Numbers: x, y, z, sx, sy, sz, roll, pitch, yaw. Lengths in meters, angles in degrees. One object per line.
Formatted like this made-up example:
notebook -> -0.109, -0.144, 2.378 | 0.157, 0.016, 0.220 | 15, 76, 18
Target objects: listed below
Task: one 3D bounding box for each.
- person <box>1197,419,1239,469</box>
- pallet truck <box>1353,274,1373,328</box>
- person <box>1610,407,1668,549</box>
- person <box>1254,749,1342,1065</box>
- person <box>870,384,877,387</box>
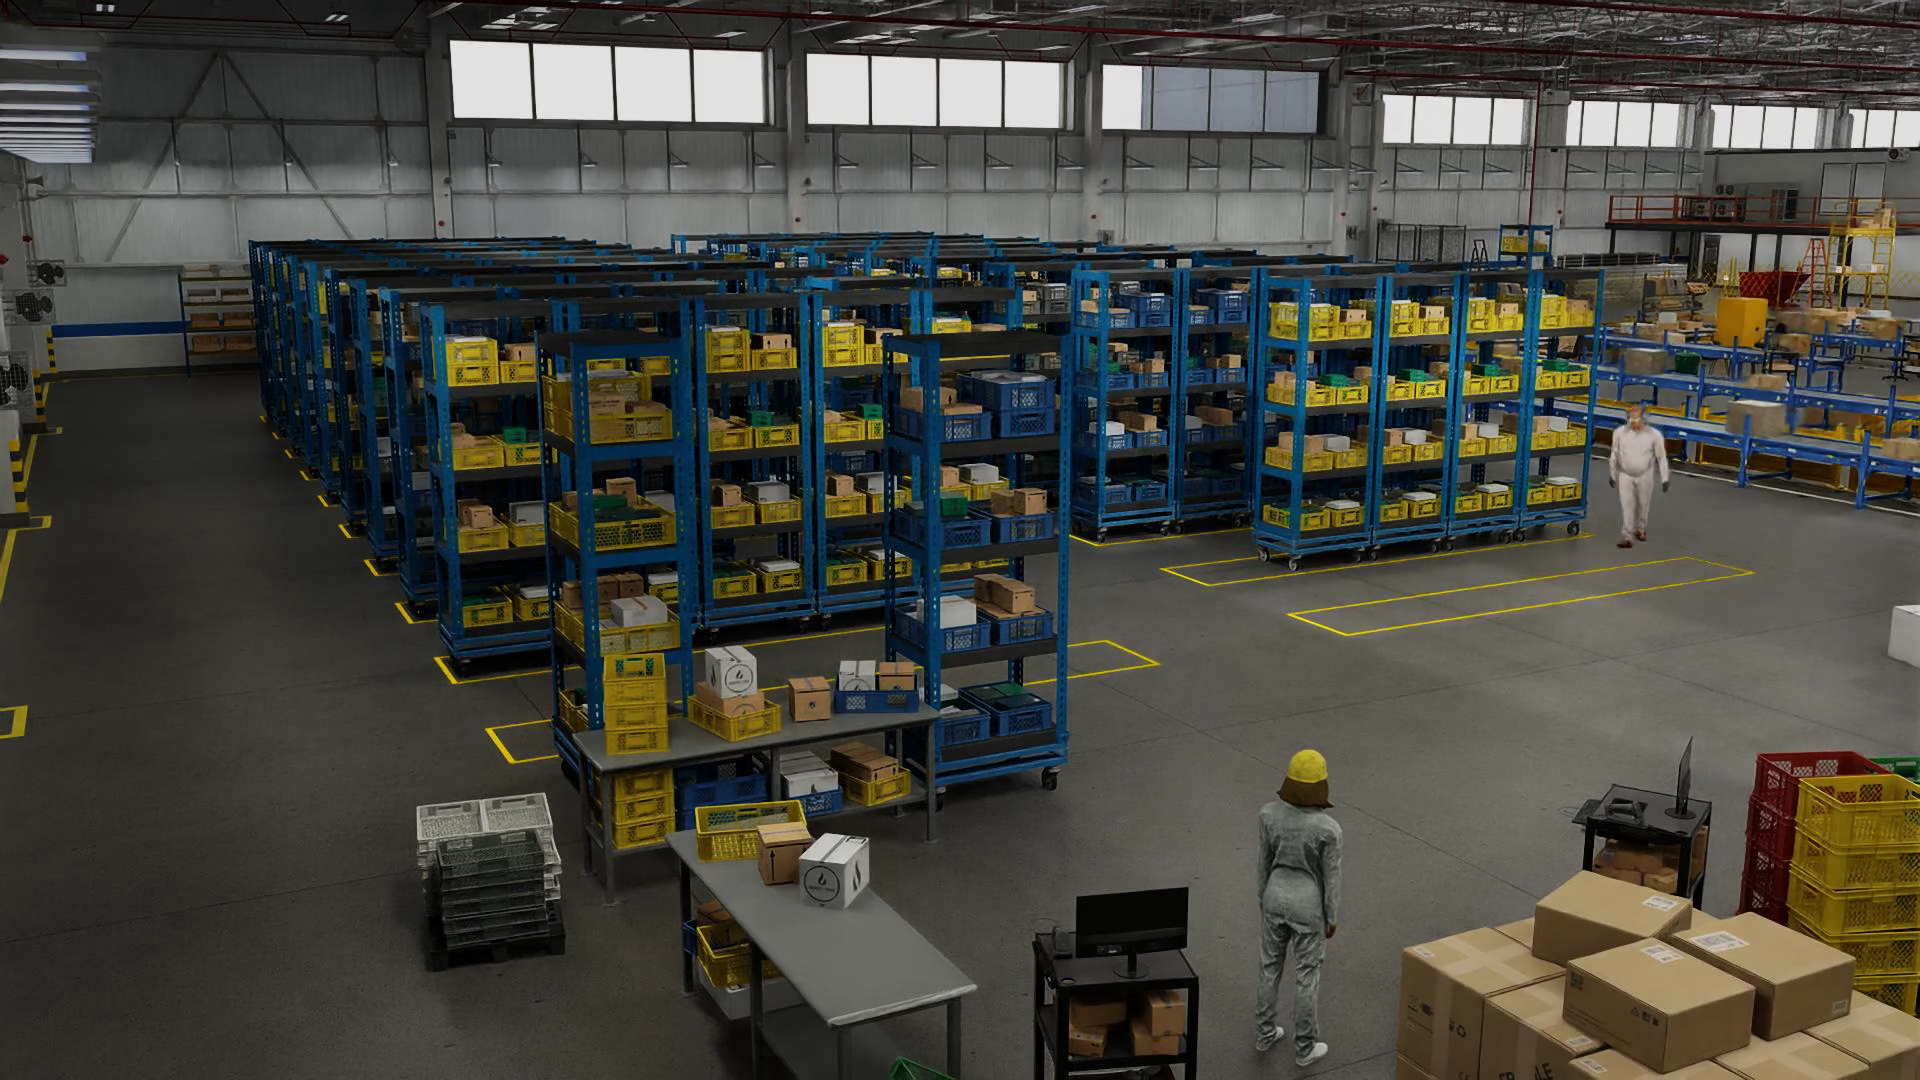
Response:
person -> 4.384, -2.150, 27.811 | 1.052, 1.938, 0.590 | -8, 14, -33
pallet truck -> 13.011, -8.050, 55.243 | 0.823, 1.965, 1.885 | -7, 14, -28
person -> 8.928, -0.834, 21.869 | 0.751, 1.842, 1.016 | 7, 14, 30
person -> 1.831, 1.969, 9.004 | 0.480, 1.734, 0.331 | 8, 15, 34
person -> -1.206, -1.477, 25.032 | 0.832, 1.774, 0.632 | 8, 15, 34
